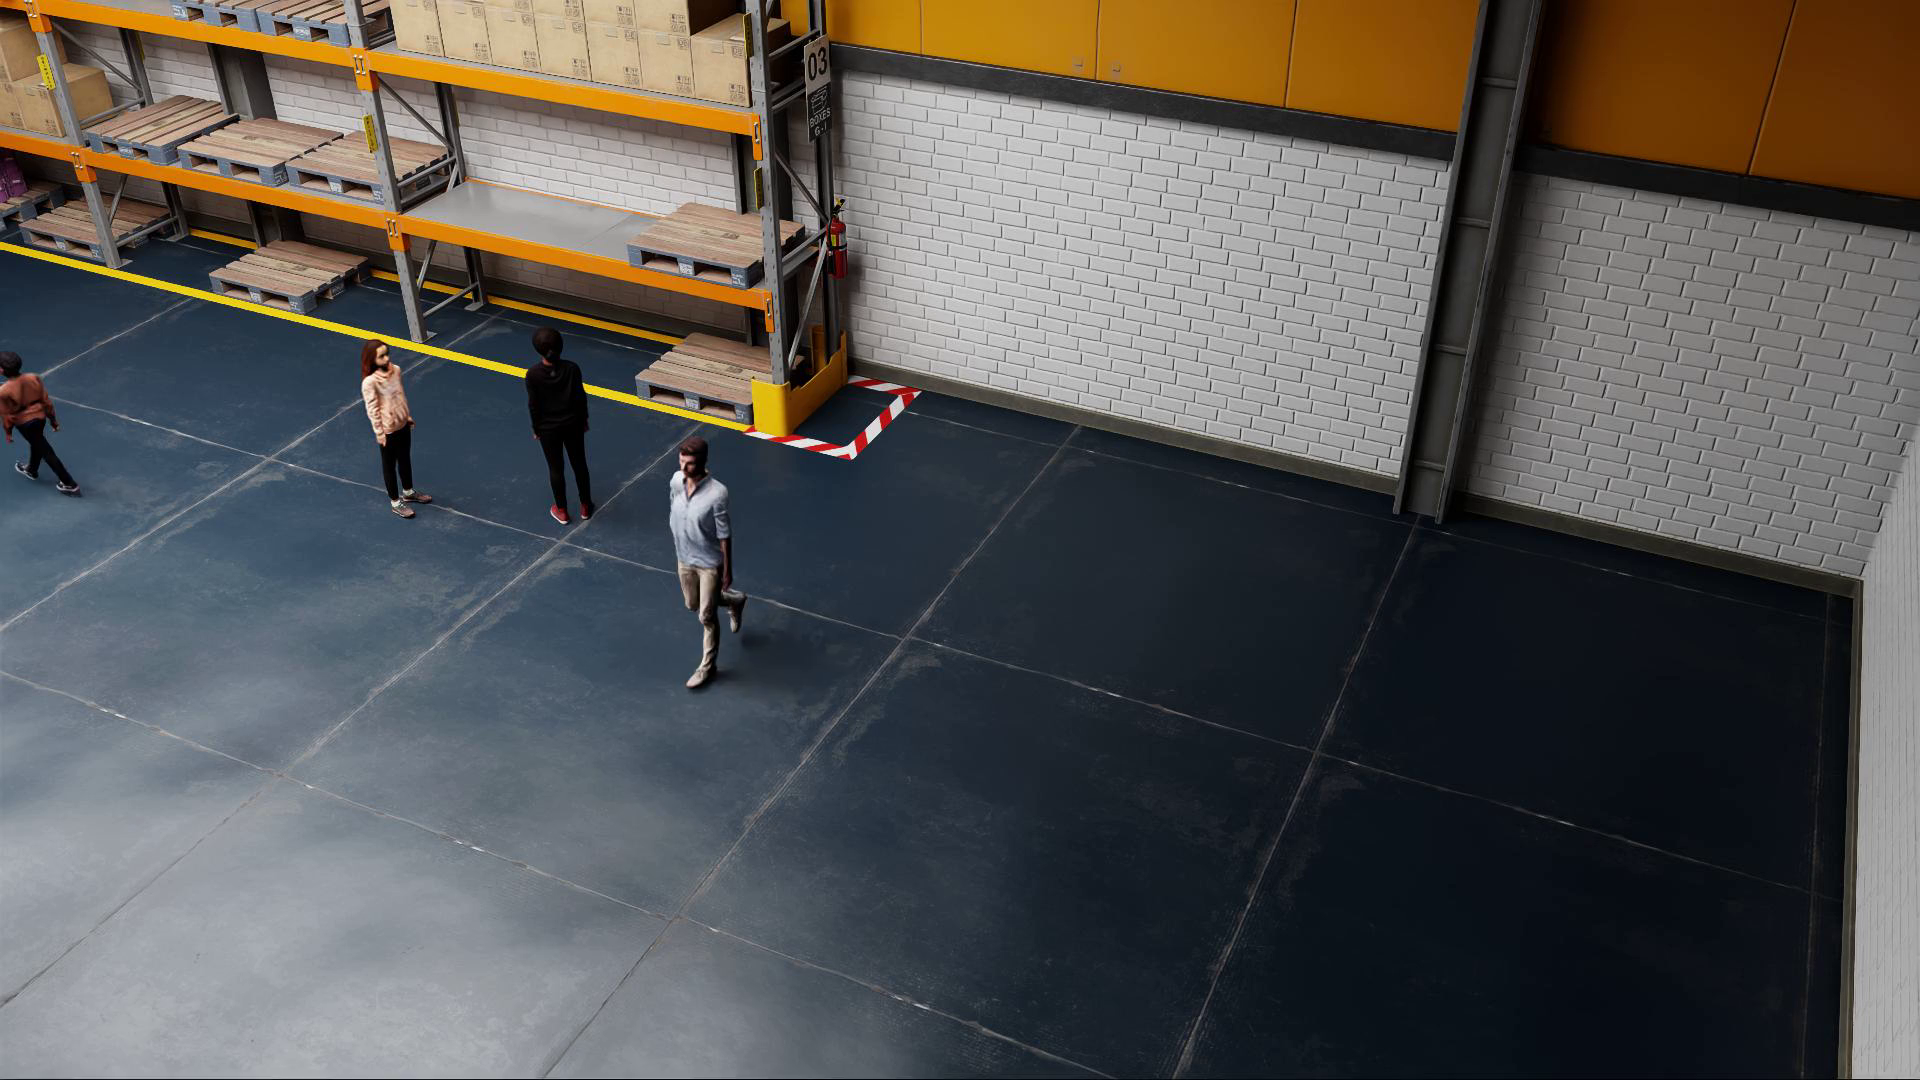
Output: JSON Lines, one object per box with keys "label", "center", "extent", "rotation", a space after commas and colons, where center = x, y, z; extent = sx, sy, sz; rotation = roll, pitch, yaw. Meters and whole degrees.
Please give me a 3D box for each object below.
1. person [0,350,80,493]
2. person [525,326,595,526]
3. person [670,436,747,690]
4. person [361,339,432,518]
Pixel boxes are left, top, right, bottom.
{"label": "person", "center": [-7.369, -0.911, 13.275], "extent": [0.886, 1.216, 0.516], "rotation": [14, 36, 21]}
{"label": "person", "center": [-3.080, -0.890, 12.829], "extent": [0.684, 1.675, 0.736], "rotation": [-13, 36, -19]}
{"label": "person", "center": [-1.678, 0.093, 11.211], "extent": [0.963, 1.830, 0.778], "rotation": [18, 38, 25]}
{"label": "person", "center": [-4.448, -0.901, 13.019], "extent": [0.514, 1.484, 0.569], "rotation": [13, 36, 19]}
